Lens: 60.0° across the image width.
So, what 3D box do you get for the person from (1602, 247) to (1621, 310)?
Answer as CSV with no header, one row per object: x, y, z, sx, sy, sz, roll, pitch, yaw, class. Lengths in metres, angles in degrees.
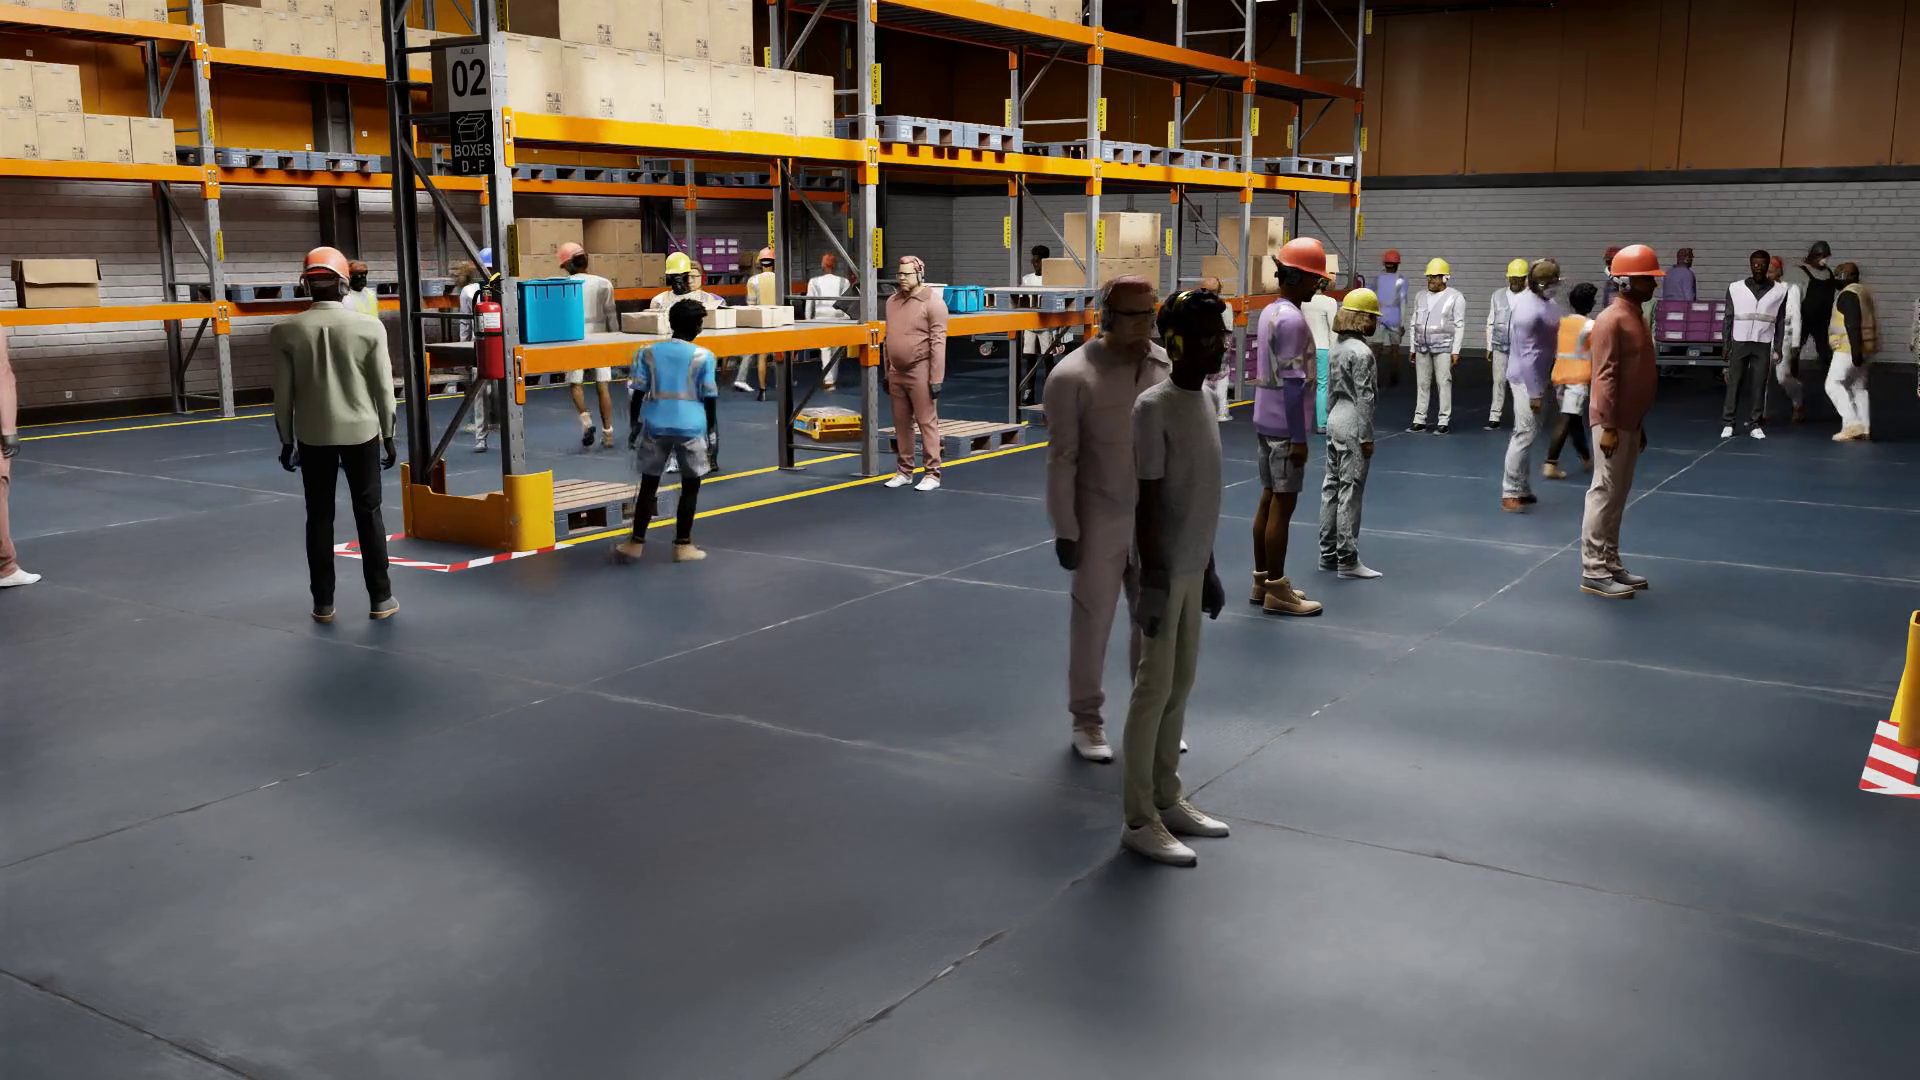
10.348,-3.648,26.199,0.655,1.921,0.547,6,12,31,person

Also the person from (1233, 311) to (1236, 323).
4.081,-3.519,25.434,0.659,1.946,0.869,-8,13,-37,person

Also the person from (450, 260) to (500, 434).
-5.083,-2.011,17.420,0.627,1.810,0.620,-5,11,-27,person

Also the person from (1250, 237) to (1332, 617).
1.794,-0.610,9.032,0.391,2.034,0.605,0,10,-2,person

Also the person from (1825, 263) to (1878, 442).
8.967,-1.876,16.729,0.548,1.795,0.659,10,14,43,person

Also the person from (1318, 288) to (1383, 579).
2.370,-0.640,10.017,0.304,1.739,0.485,-2,10,-13,person

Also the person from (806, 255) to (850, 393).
-1.759,-2.895,22.299,0.583,1.842,1.002,-1,10,-8,person

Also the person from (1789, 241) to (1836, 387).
11.642,-3.058,22.573,0.703,2.000,0.974,-2,10,-9,person

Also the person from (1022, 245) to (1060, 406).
0.964,-2.592,20.196,0.607,1.966,0.367,6,12,31,person

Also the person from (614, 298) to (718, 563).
-1.838,-0.674,10.428,0.676,1.663,0.404,2,10,10,person

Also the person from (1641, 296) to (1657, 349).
8.237,-2.428,20.214,0.507,1.632,0.272,-3,11,-15,person

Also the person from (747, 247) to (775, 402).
-2.392,-2.697,20.890,0.543,1.927,0.375,-1,10,-8,person

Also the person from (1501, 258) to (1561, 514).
4.284,-1.149,12.439,0.370,1.899,0.768,6,12,28,person

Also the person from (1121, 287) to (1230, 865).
0.732,0.110,5.496,0.331,1.872,0.513,6,12,31,person

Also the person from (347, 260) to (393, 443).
-5.928,-1.837,16.411,0.429,1.830,0.639,4,11,19,person

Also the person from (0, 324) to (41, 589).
-5.752,-0.659,9.655,0.642,1.909,0.399,1,10,6,person

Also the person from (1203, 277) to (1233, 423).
2.786,-2.068,18.242,0.546,1.609,0.700,6,12,32,person

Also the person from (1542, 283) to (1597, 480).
5.291,-1.345,14.117,0.863,1.652,0.552,-5,11,-24,person

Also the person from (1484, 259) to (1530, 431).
5.842,-2.049,17.575,0.587,1.828,0.404,6,12,32,person

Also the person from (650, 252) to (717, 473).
-2.394,-1.526,14.442,0.587,1.920,0.383,1,10,3,person

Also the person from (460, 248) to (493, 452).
-4.455,-1.808,15.906,0.616,1.945,0.399,-3,11,-17,person

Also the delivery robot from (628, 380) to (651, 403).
-3.522,-1.767,19.280,0.477,0.478,0.707,6,12,31,delivery robot

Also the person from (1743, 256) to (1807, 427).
8.902,-2.148,18.042,0.826,1.859,0.636,-6,12,-28,person

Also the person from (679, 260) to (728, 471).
-2.309,-1.521,14.595,0.564,1.846,0.390,0,10,-1,person

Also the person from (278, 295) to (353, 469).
-5.627,-1.558,14.627,0.875,1.905,0.570,0,10,1,person

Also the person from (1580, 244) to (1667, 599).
3.783,-0.677,9.511,0.375,1.995,0.611,8,13,36,person

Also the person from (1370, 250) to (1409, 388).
5.854,-3.027,22.828,0.559,1.895,0.976,6,12,30,person

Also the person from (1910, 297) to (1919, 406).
11.980,-2.461,20.467,0.504,1.612,0.704,5,12,28,person

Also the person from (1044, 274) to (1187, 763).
0.646,-0.081,6.494,0.648,1.898,0.398,-5,11,-25,person

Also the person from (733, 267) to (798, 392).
-2.651,-2.921,22.399,0.595,1.863,1.063,9,14,42,person

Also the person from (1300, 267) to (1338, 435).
3.728,-1.985,17.393,0.522,1.769,0.311,10,14,43,person

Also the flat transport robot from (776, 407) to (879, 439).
-1.402,-1.239,17.401,0.652,0.197,1.431,-5,11,-24,flat transport robot

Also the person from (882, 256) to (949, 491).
-0.393,-1.345,13.498,0.635,1.899,0.402,10,14,43,person

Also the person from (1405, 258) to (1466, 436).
4.937,-2.006,17.321,0.404,1.832,0.600,-10,14,-44,person

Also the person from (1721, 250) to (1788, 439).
8.114,-1.996,17.028,0.587,1.920,0.392,3,11,17,person

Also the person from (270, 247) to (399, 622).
-3.306,-0.551,8.838,0.611,1.985,0.393,-3,11,-14,person

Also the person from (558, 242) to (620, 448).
-3.607,-1.875,16.138,0.709,2.001,0.572,-3,11,-16,person

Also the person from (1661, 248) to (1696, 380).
10.518,-3.299,24.279,0.401,1.910,0.642,-1,10,-7,person
